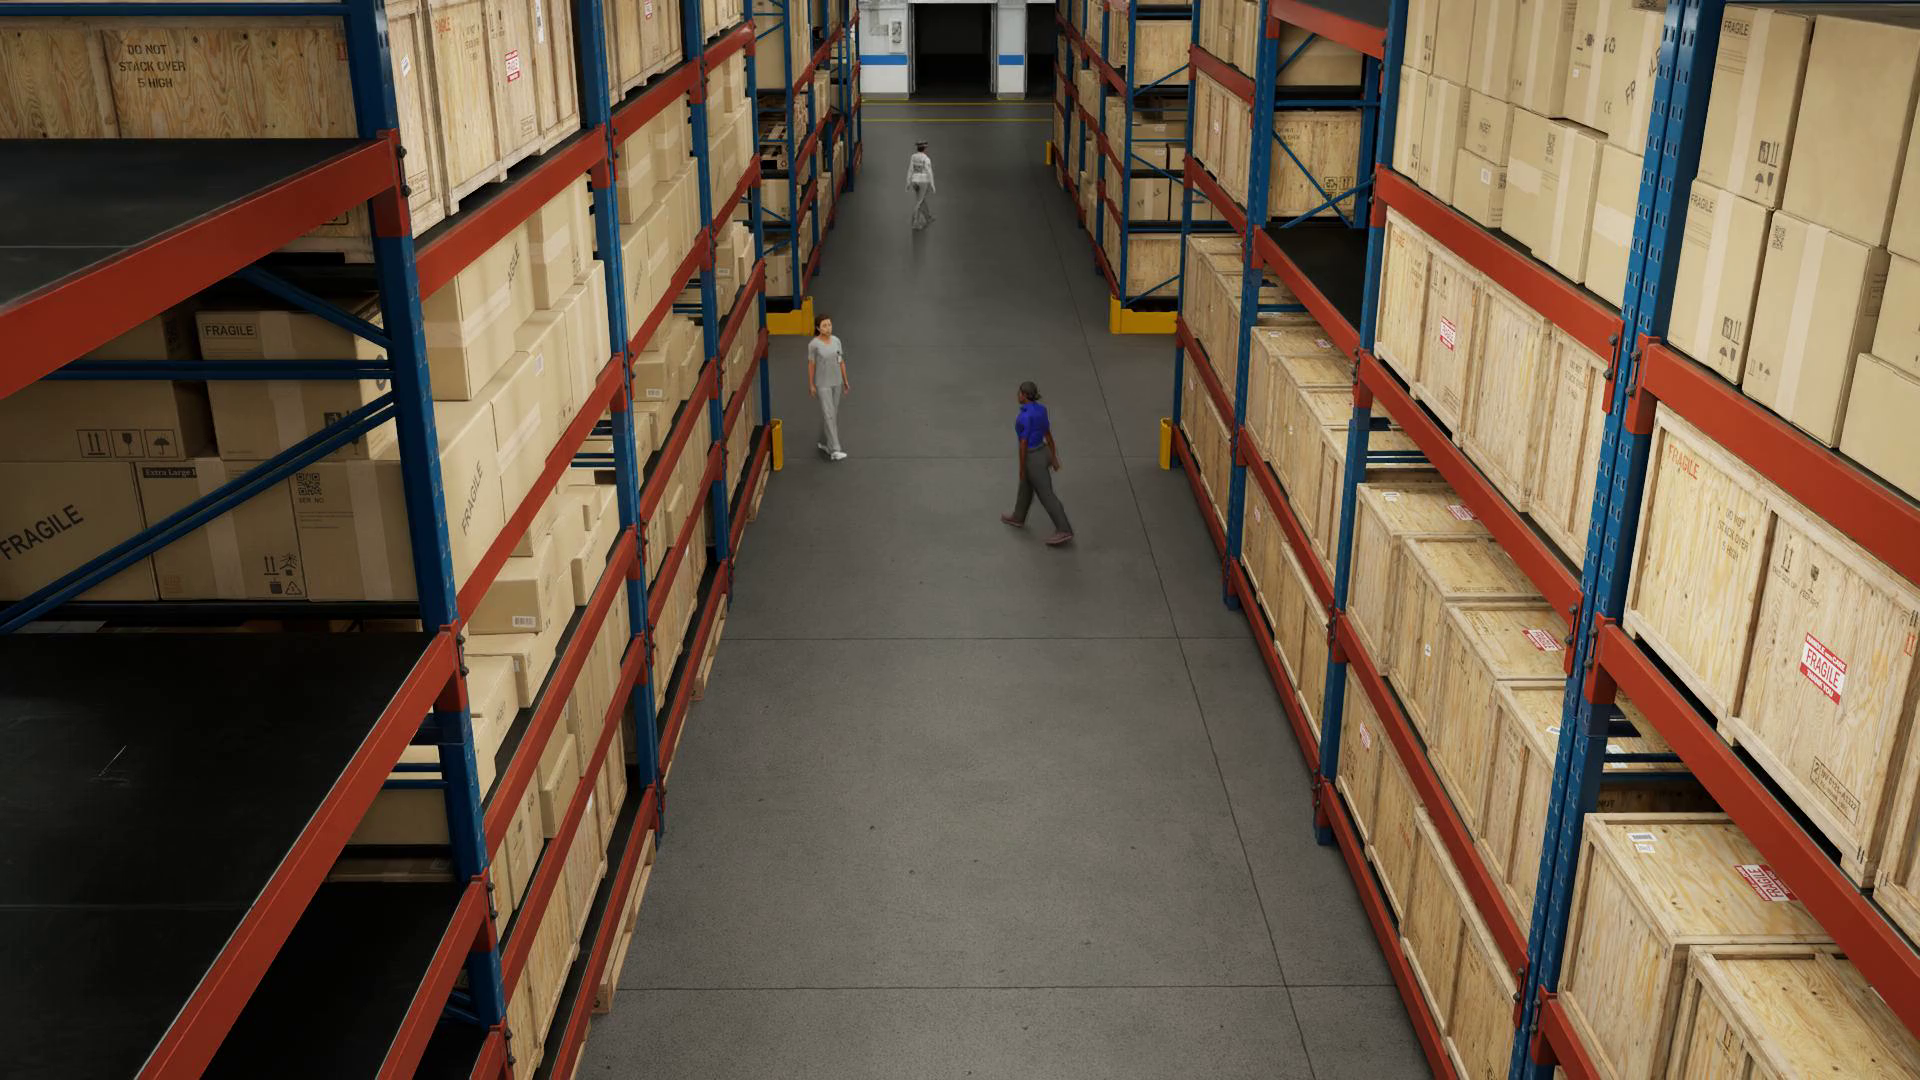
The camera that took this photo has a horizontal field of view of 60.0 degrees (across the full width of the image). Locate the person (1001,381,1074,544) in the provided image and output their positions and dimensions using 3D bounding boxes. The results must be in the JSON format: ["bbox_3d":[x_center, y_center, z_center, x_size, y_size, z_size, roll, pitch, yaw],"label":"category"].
[{"bbox_3d":[0.764,-0.809,16.772,0.943,1.601,0.490,11,24,26],"label":"person"}]

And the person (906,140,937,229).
[{"bbox_3d":[-0.692,-6.865,32.029,0.541,1.629,0.867,20,29,40],"label":"person"}]

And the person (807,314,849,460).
[{"bbox_3d":[-1.434,-1.748,19.065,0.451,1.659,0.772,-16,27,-36],"label":"person"}]
